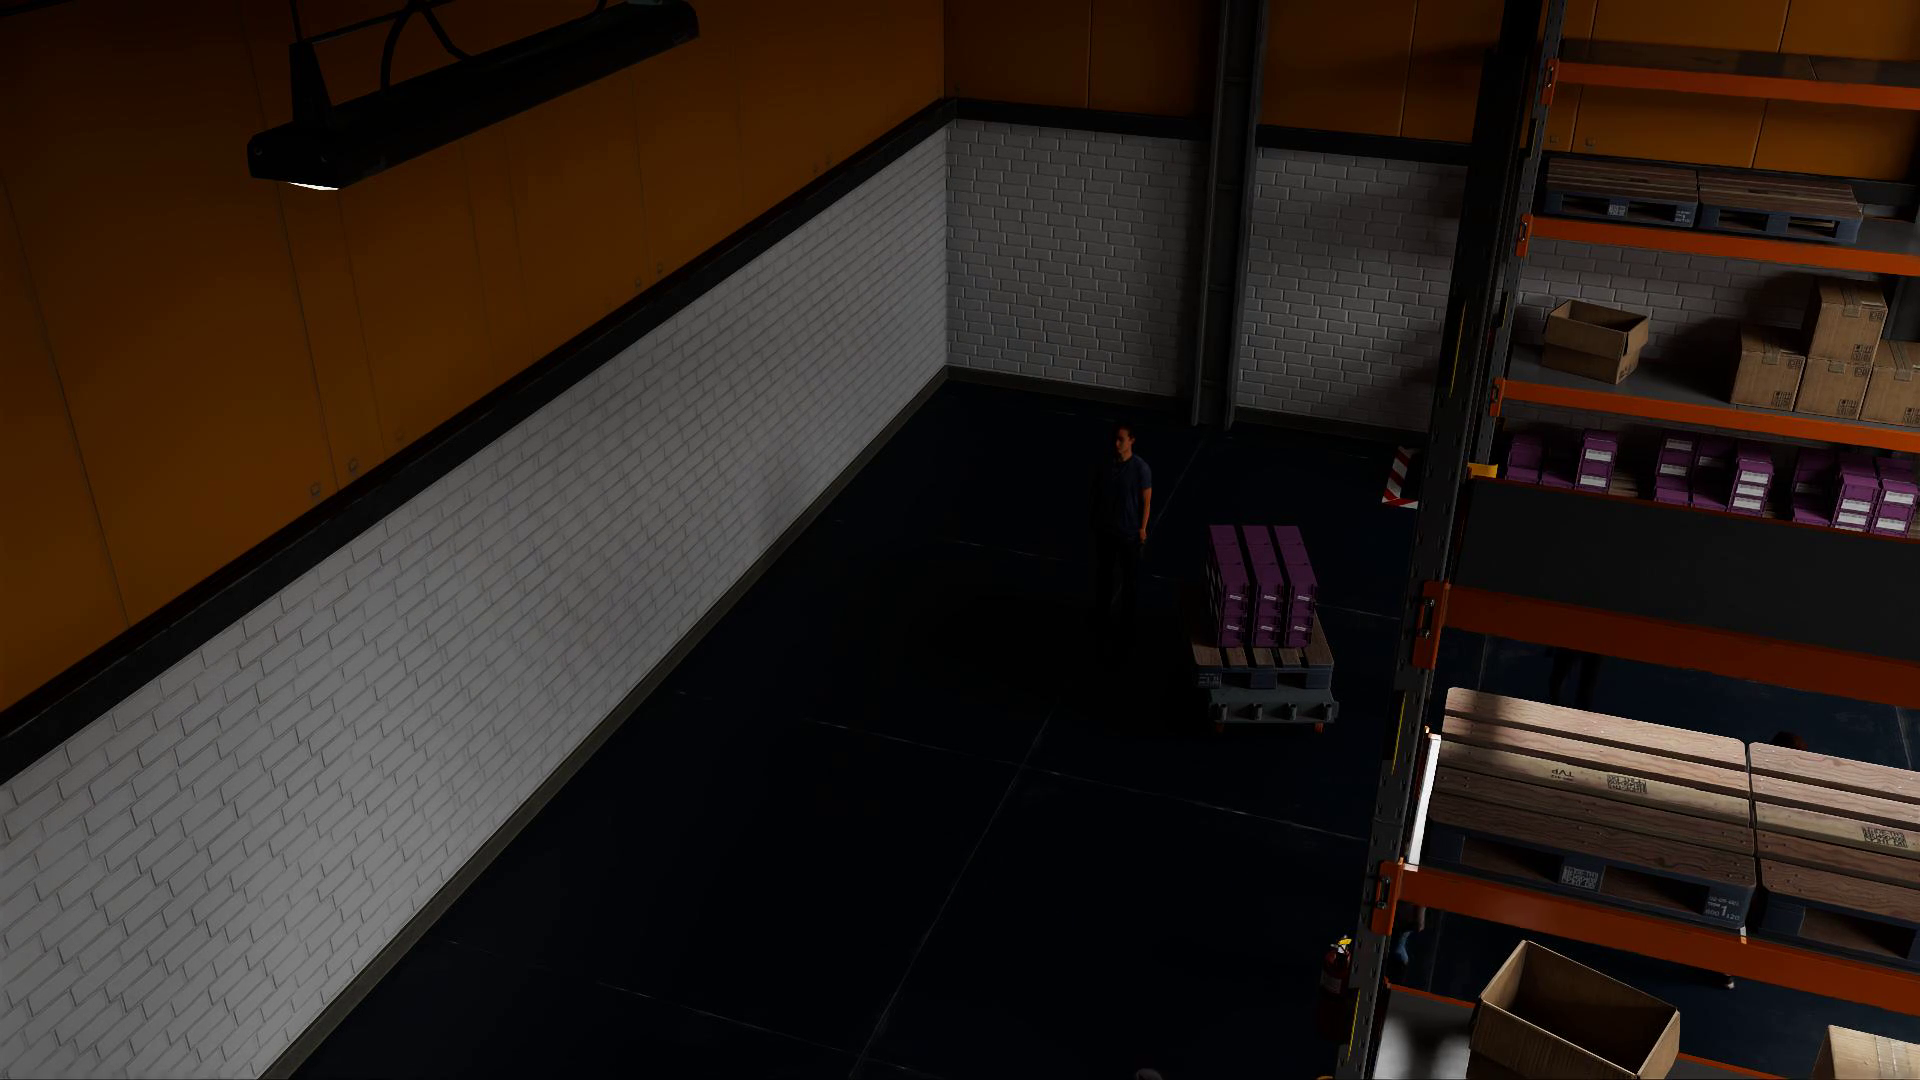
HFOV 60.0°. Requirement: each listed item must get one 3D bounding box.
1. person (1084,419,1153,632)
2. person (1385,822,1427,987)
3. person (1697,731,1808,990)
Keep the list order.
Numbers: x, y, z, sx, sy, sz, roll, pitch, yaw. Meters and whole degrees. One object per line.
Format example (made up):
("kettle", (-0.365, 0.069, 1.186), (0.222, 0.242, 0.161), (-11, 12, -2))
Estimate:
("person", (1.271, -0.132, 13.273), (0.502, 1.810, 0.735), (13, 31, 23))
("person", (2.618, 2.132, 9.768), (0.650, 1.191, 0.573), (-18, 33, -30))
("person", (4.675, 1.864, 9.703), (0.641, 1.724, 0.689), (-16, 32, -26))
